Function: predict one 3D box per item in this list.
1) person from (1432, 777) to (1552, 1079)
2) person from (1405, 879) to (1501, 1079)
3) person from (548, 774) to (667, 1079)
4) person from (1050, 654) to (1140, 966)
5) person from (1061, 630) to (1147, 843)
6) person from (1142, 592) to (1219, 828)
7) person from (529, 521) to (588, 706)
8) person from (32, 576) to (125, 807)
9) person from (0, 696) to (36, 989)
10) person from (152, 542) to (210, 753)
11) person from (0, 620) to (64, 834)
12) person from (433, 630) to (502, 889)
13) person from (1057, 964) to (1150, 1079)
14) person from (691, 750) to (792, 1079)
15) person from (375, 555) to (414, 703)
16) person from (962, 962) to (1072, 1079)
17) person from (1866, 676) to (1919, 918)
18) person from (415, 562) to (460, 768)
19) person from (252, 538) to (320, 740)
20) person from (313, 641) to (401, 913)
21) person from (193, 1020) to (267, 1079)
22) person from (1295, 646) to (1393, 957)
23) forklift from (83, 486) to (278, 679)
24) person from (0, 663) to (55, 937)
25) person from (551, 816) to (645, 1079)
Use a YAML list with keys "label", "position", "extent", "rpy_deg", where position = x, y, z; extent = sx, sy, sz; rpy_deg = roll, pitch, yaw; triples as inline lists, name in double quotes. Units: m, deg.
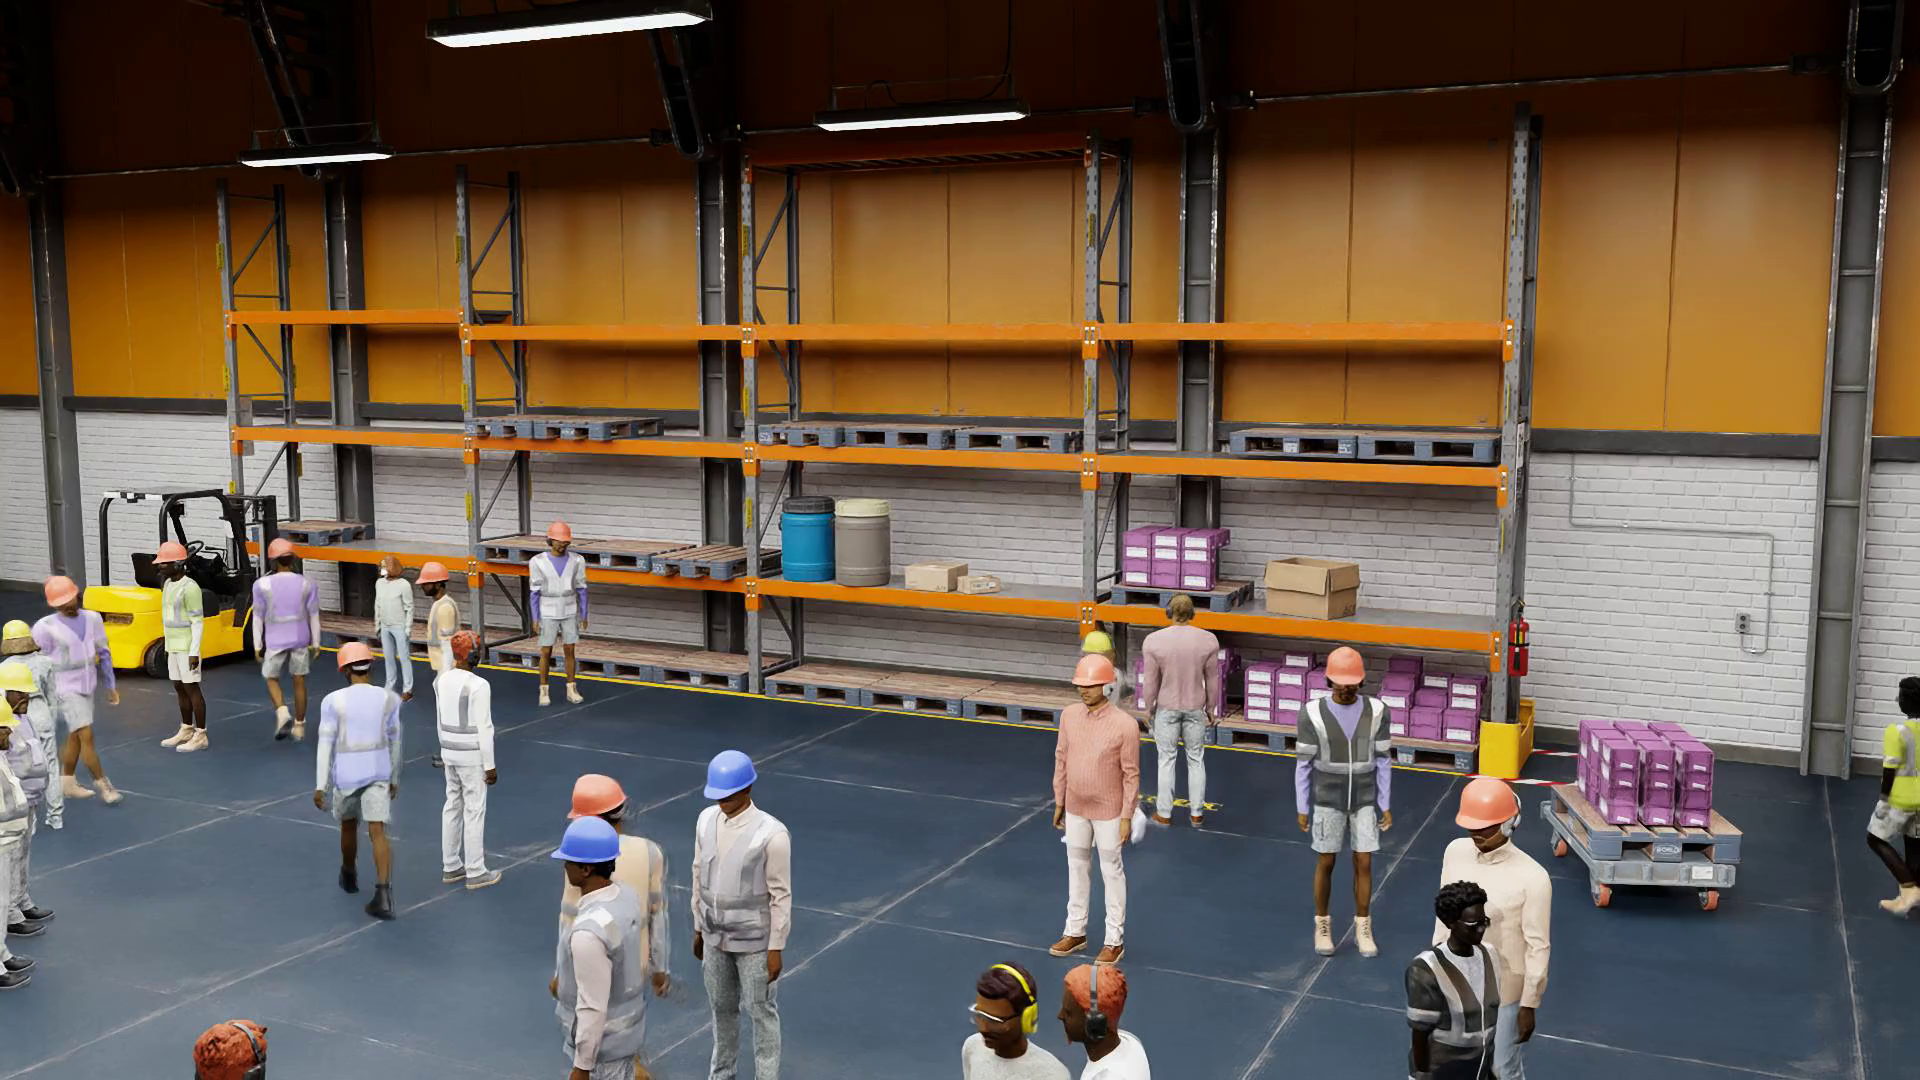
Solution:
- label: "person"
  position: [2.432, 2.064, 7.726]
  extent: [0.388, 1.987, 0.608]
  rpy_deg: [-5, 8, -34]
- label: "person"
  position: [2.115, 2.279, 7.129]
  extent: [0.530, 1.697, 0.321]
  rpy_deg: [-5, 8, -34]
- label: "person"
  position: [-1.660, 2.073, 8.142]
  extent: [0.964, 1.886, 0.534]
  rpy_deg: [5, 8, 34]
- label: "person"
  position: [0.857, 1.708, 10.629]
  extent: [0.611, 1.995, 0.375]
  rpy_deg: [5, 9, 36]
- label: "person"
  position: [1.140, 1.562, 12.953]
  extent: [0.614, 1.722, 0.503]
  rpy_deg: [6, 9, 40]
- label: "person"
  position: [1.789, 1.384, 13.545]
  extent: [0.632, 1.940, 0.372]
  rpy_deg: [0, 7, -4]
- label: "person"
  position: [-4.338, 0.799, 18.040]
  extent: [0.622, 2.030, 0.449]
  rpy_deg: [-3, 8, -25]
- label: "person"
  position: [-7.451, 1.286, 14.166]
  extent: [0.866, 1.983, 0.604]
  rpy_deg: [2, 7, 18]
- label: "person"
  position: [-5.931, 1.850, 10.201]
  extent: [0.403, 1.817, 0.601]
  rpy_deg: [-4, 8, -28]
- label: "person"
  position: [-7.536, 1.029, 16.046]
  extent: [0.615, 2.041, 0.392]
  rpy_deg: [6, 9, 41]
- label: "person"
  position: [-7.535, 1.505, 13.428]
  extent: [0.375, 1.729, 0.485]
  rpy_deg: [5, 9, 38]
- label: "person"
  position: [-3.595, 1.591, 12.109]
  extent: [0.568, 1.878, 0.351]
  rpy_deg: [6, 9, 39]
- label: "person"
  position: [0.506, 2.365, 5.716]
  extent: [0.354, 1.876, 0.573]
  rpy_deg: [2, 7, 14]
- label: "person"
  position: [-1.125, 2.003, 8.427]
  extent: [0.602, 1.939, 0.398]
  rpy_deg: [4, 8, 32]
- label: "person"
  position: [-6.203, 0.968, 18.228]
  extent: [0.502, 1.632, 0.279]
  rpy_deg: [3, 8, 25]
- label: "person"
  position: [0.174, 2.365, 5.785]
  extent: [0.323, 1.857, 0.515]
  rpy_deg: [-7, 10, -44]
- label: "person"
  position: [6.483, 1.768, 11.371]
  extent: [0.550, 1.686, 0.371]
  rpy_deg: [-3, 7, -20]
- label: "person"
  position: [-4.837, 1.156, 15.499]
  extent: [0.409, 1.928, 0.544]
  rpy_deg: [-3, 7, -23]
- label: "person"
  position: [-6.606, 1.000, 16.353]
  extent: [0.627, 2.029, 0.579]
  rpy_deg: [-4, 8, -29]
- label: "person"
  position: [-4.217, 1.657, 11.668]
  extent: [0.622, 1.855, 1.026]
  rpy_deg: [-4, 8, -29]
- label: "person"
  position: [-2.257, 2.425, 5.209]
  extent: [0.583, 1.878, 0.361]
  rpy_deg: [3, 7, 21]
- label: "person"
  position: [2.480, 1.680, 10.728]
  extent: [0.617, 2.030, 0.409]
  rpy_deg: [0, 7, 0]
- label: "forklift"
  position: [-9.426, 0.454, 20.179]
  extent: [1.214, 2.155, 2.313]
  rpy_deg: [3, 8, 26]
- label: "person"
  position: [-6.328, 1.728, 11.162]
  extent: [0.404, 1.825, 0.587]
  rpy_deg: [-2, 7, -15]
- label: "person"
  position: [-1.553, 2.147, 7.194]
  extent: [0.389, 1.949, 0.603]
  rpy_deg: [0, 7, 4]
